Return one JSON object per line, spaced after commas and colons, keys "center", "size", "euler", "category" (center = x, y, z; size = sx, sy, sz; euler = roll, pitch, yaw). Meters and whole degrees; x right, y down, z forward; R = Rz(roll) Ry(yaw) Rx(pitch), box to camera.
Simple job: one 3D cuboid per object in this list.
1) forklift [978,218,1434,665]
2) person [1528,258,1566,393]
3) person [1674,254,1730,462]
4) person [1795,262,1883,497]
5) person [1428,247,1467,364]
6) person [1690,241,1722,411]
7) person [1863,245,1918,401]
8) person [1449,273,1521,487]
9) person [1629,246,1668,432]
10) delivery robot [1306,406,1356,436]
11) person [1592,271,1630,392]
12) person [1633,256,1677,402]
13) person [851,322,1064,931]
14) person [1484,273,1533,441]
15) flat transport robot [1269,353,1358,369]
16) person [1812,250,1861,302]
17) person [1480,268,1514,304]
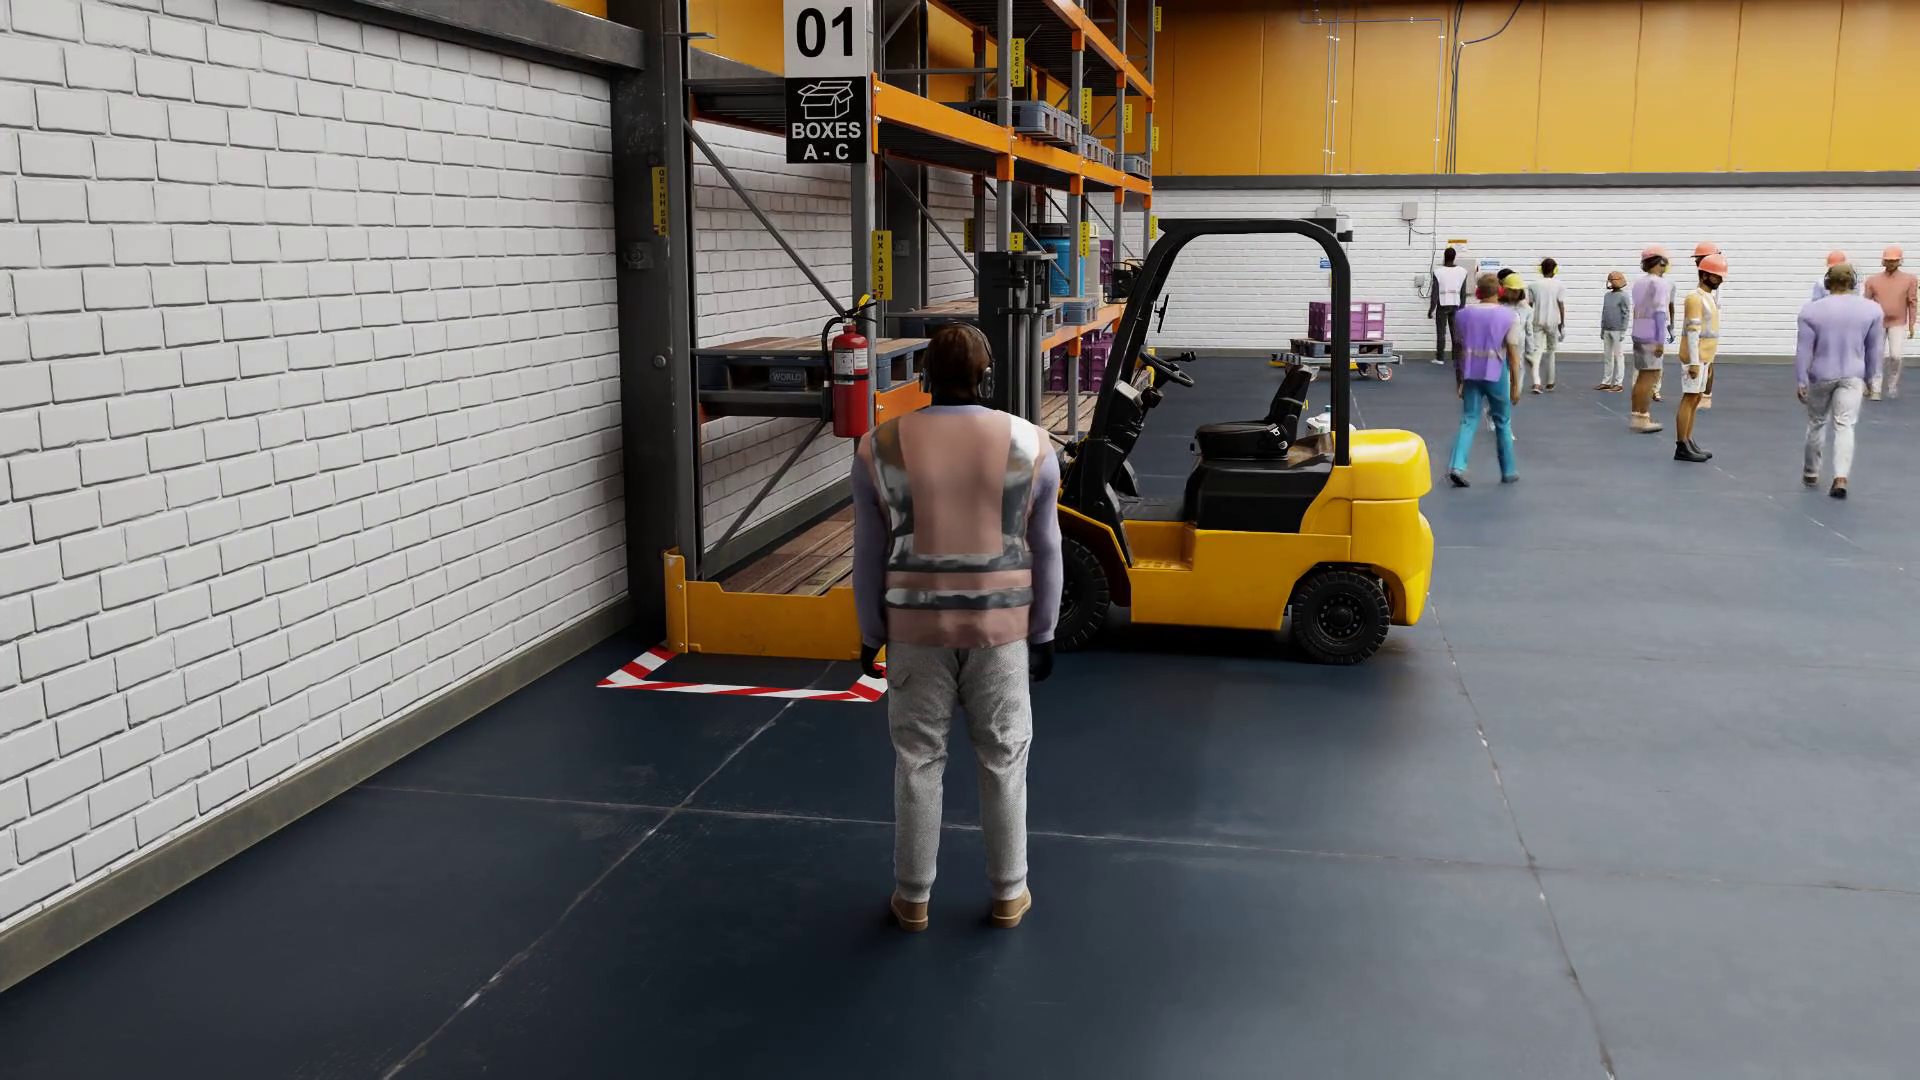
{"center": [1.285, -0.567, 8.635], "size": [2.313, 2.155, 1.214], "euler": [2, 11, 11], "category": "forklift"}
{"center": [7.895, -2.879, 22.409], "size": [0.530, 1.806, 1.019], "euler": [5, 12, 27], "category": "person"}
{"center": [6.944, -1.699, 15.572], "size": [0.379, 1.927, 0.542], "euler": [7, 13, 35], "category": "person"}
{"center": [7.151, -1.315, 13.585], "size": [0.634, 1.895, 1.022], "euler": [5, 11, 24], "category": "person"}
{"center": [8.033, -3.844, 27.360], "size": [0.598, 1.917, 0.375], "euler": [-2, 10, -9], "category": "person"}
{"center": [8.975, -2.585, 20.113], "size": [0.392, 2.041, 0.615], "euler": [6, 12, 28], "category": "person"}
{"center": [11.823, -2.758, 21.212], "size": [0.647, 1.982, 0.435], "euler": [7, 13, 35], "category": "person"}
{"center": [4.430, -1.344, 14.010], "size": [0.625, 1.799, 0.865], "euler": [7, 13, 34], "category": "person"}
{"center": [7.473, -2.164, 17.963], "size": [0.384, 2.002, 0.777], "euler": [-1, 10, -4], "category": "person"}
{"center": [3.368, -0.979, 15.132], "size": [0.477, 0.478, 0.707], "euler": [0, 10, 2], "category": "delivery robot"}
{"center": [8.854, -2.821, 22.525], "size": [0.282, 1.633, 0.501], "euler": [-3, 11, -15], "category": "person"}
{"center": [8.832, -2.685, 21.167], "size": [0.528, 1.858, 0.313], "euler": [2, 11, 11], "category": "person"}
{"center": [-0.006, 0.271, 5.007], "size": [0.630, 1.843, 0.429], "euler": [0, 10, -2], "category": "person"}
{"center": [5.681, -1.923, 17.351], "size": [0.490, 1.722, 0.691], "euler": [-2, 11, -11], "category": "person"}
{"center": [5.719, -2.870, 26.535], "size": [1.431, 0.197, 0.652], "euler": [9, 14, 42], "category": "flat transport robot"}
{"center": [11.507, -2.825, 21.791], "size": [0.718, 1.910, 0.559], "euler": [7, 13, 35], "category": "person"}
{"center": [7.267, -2.834, 22.476], "size": [0.557, 1.672, 0.447], "euler": [1, 10, 7], "category": "person"}
